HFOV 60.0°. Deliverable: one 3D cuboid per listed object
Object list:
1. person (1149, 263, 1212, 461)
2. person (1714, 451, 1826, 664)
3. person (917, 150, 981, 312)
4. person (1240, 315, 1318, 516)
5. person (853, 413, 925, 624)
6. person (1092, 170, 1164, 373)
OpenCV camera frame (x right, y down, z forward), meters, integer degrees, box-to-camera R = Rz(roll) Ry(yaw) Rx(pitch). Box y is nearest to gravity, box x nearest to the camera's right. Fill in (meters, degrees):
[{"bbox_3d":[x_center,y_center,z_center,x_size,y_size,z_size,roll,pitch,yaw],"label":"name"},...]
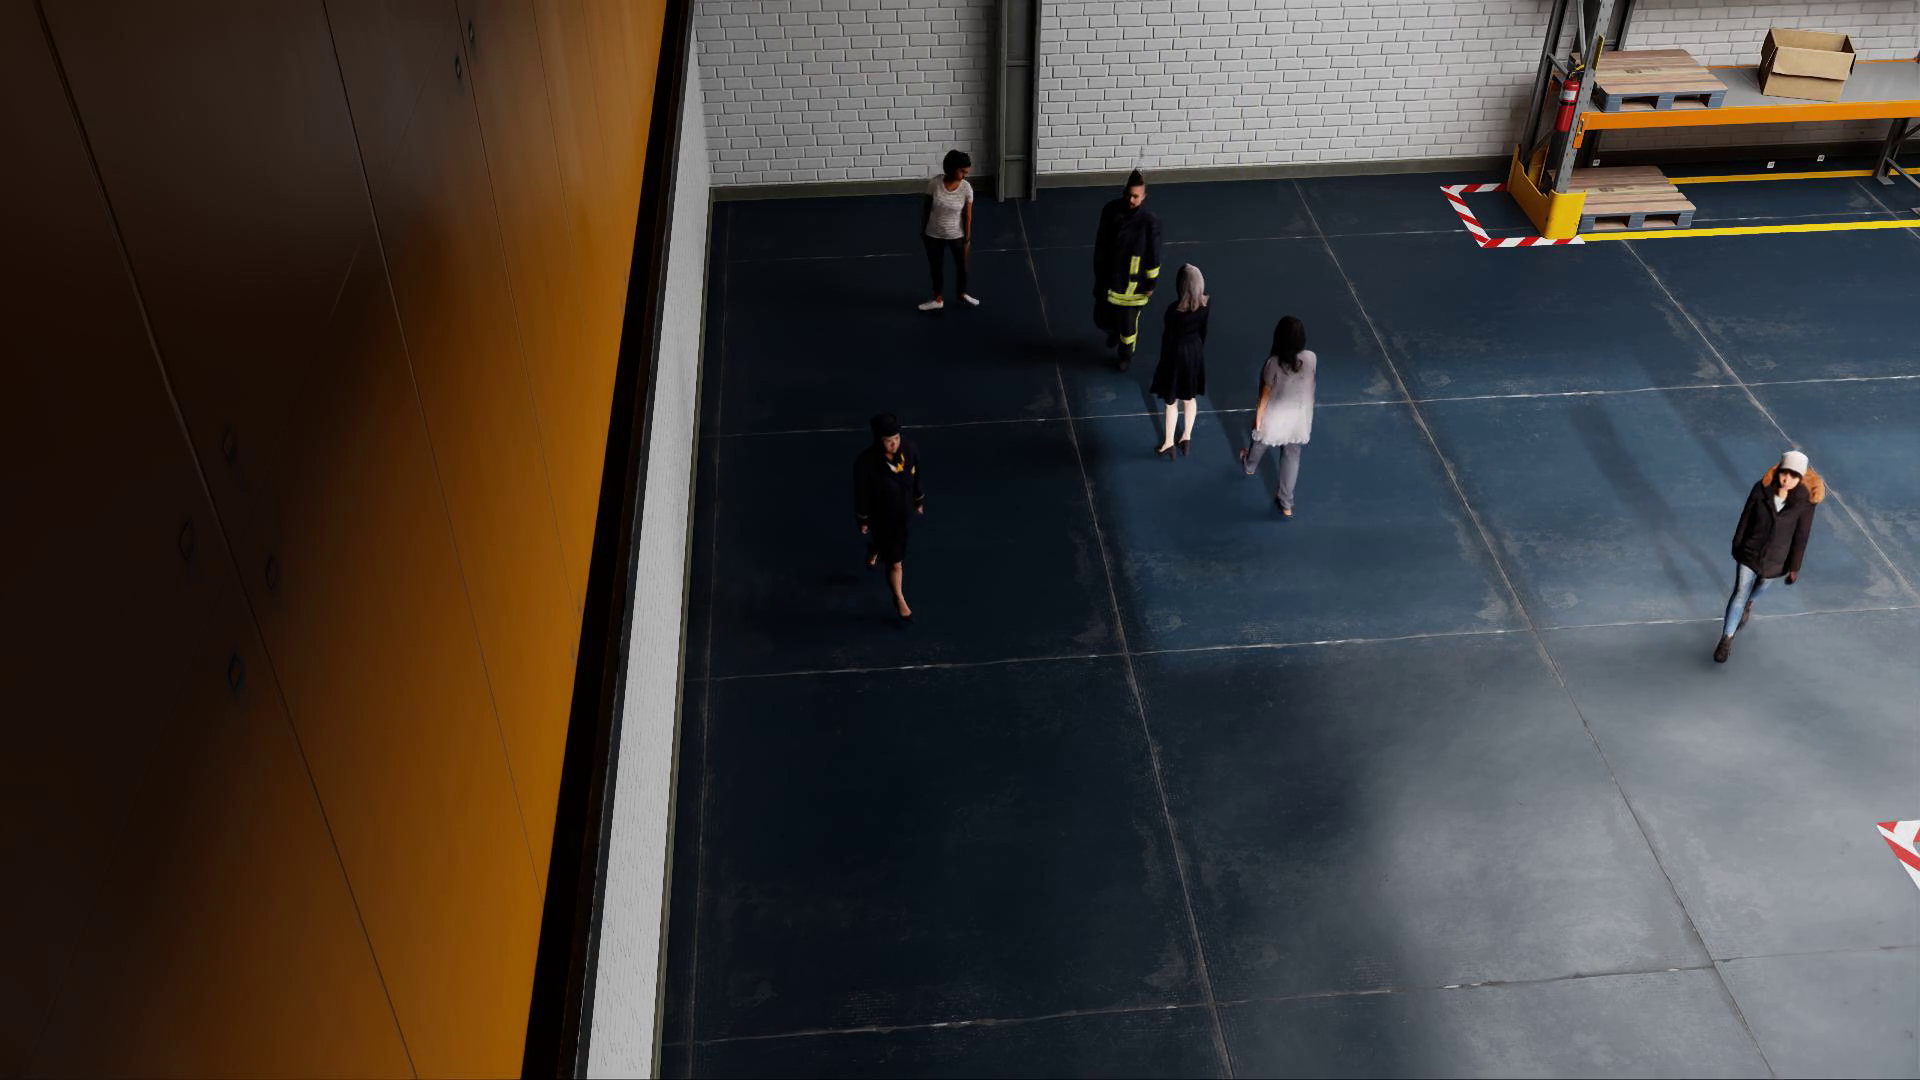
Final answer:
[{"bbox_3d":[1.783,-1.428,13.363,0.638,1.745,0.748,-20,43,-23],"label":"person"},{"bbox_3d":[5.662,0.042,11.639,1.070,1.599,1.016,18,42,21],"label":"person"},{"bbox_3d":[-0.167,-2.813,15.200,0.602,1.617,0.837,16,41,19],"label":"person"},{"bbox_3d":[2.535,-0.922,12.881,0.993,1.558,0.702,-6,39,-8],"label":"person"},{"bbox_3d":[-0.536,-0.217,11.923,1.086,1.651,1.048,-23,44,-26],"label":"person"},{"bbox_3d":[1.463,-2.372,14.465,0.928,1.846,1.000,17,42,20],"label":"person"}]
